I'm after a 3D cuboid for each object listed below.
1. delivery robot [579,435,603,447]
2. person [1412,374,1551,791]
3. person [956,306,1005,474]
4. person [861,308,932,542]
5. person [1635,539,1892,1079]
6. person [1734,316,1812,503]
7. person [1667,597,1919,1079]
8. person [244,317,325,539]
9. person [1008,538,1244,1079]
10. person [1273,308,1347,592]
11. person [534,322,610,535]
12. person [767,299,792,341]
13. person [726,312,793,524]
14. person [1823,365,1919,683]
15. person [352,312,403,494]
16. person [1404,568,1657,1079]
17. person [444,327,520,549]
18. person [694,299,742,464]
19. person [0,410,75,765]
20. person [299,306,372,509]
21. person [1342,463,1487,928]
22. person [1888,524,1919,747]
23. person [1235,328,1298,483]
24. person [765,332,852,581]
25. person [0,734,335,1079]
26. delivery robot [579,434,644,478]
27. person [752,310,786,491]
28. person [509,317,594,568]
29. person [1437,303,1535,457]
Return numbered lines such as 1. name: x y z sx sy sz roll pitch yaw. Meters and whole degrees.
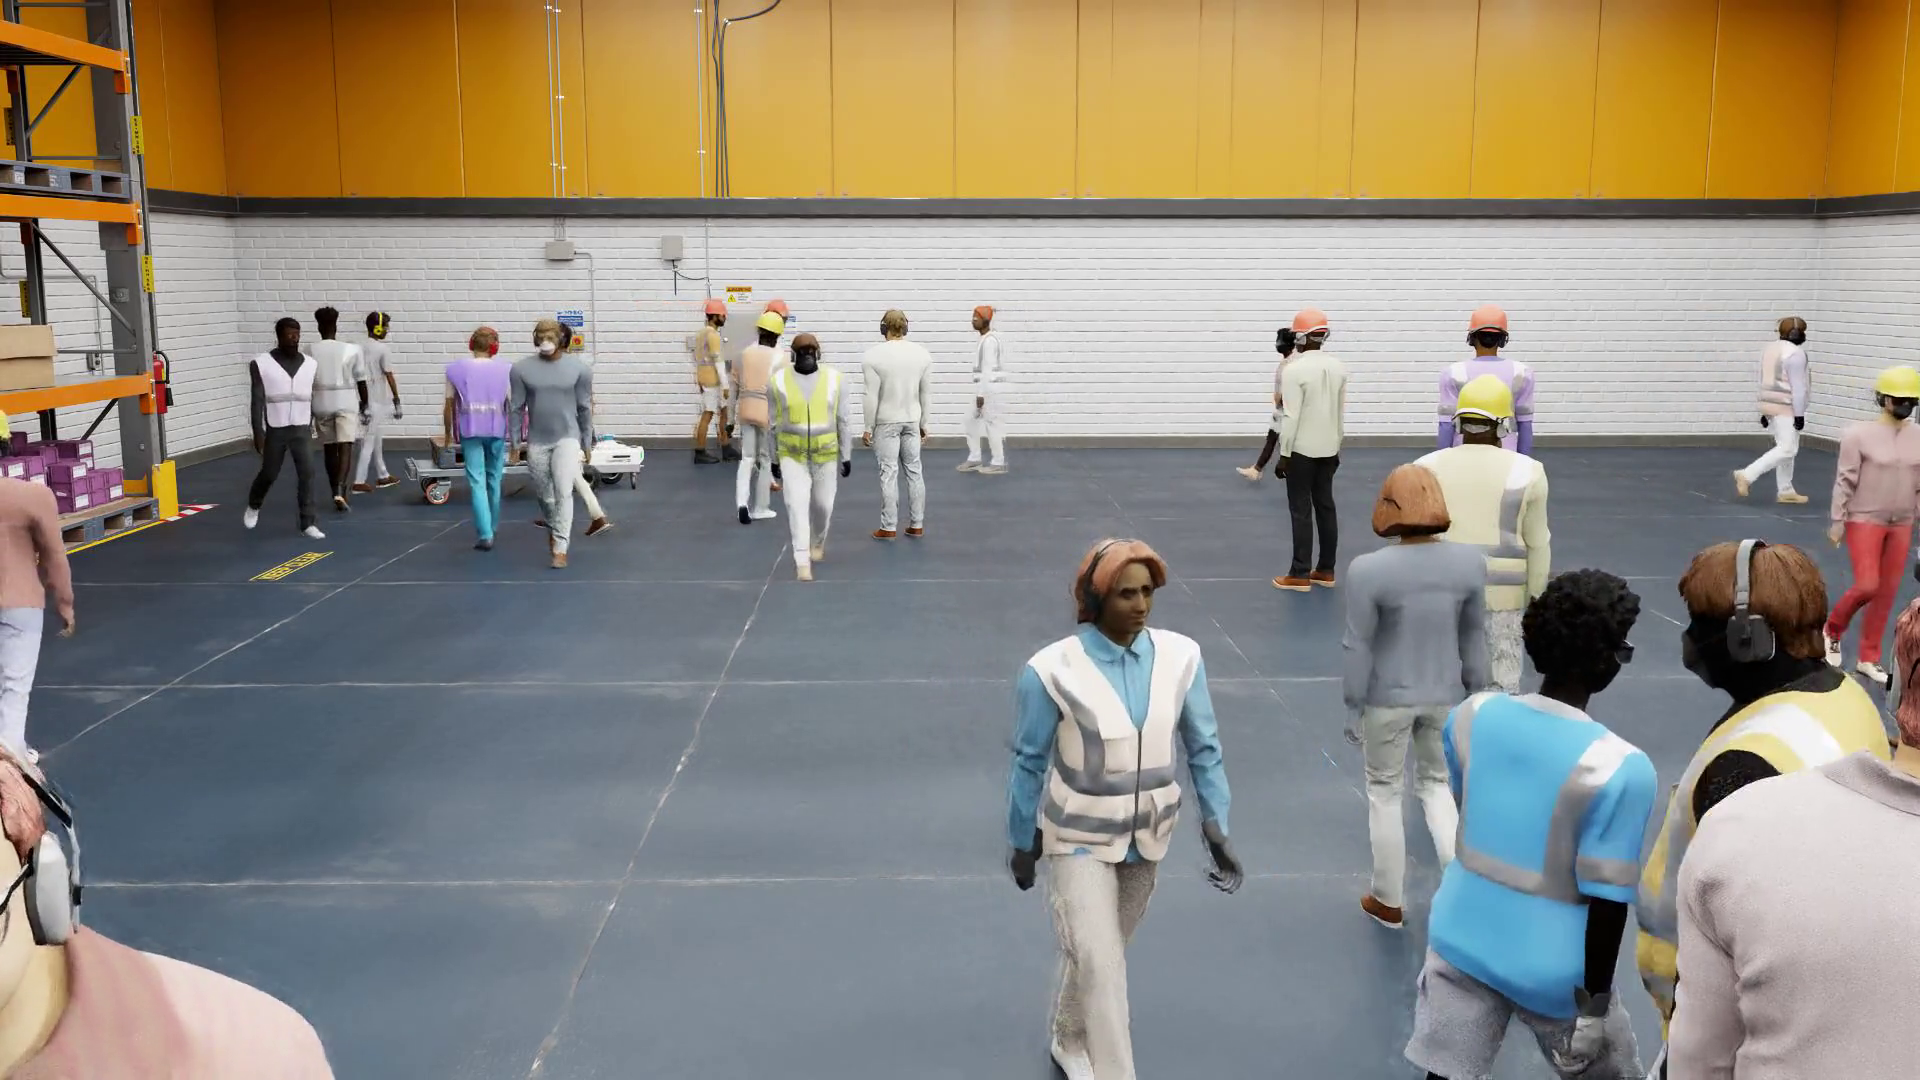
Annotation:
1. delivery robot: -3.985 -0.906 17.522 0.707 0.478 0.477 -5 11 -31
2. person: 2.154 0.226 6.958 0.589 1.835 0.404 5 11 28
3. person: 0.197 -1.646 18.362 0.692 1.857 0.608 -1 9 -8
4. person: -0.535 -0.952 13.863 0.629 1.940 0.376 -5 10 -28
5. person: 1.516 0.894 3.062 0.972 1.797 0.632 6 11 34
6. person: 7.867 -1.242 16.008 0.699 1.820 0.633 1 9 4
7. person: 1.254 0.973 2.159 0.402 1.906 0.652 -7 12 -37
8. person: -5.771 -0.967 14.169 0.940 1.874 0.594 9 13 43
9. person: 0.402 0.783 4.280 0.525 1.600 0.849 -5 10 -26
10. person: 2.460 -0.637 11.759 0.622 1.992 0.396 -7 11 -36
11. person: -3.340 -0.953 14.239 0.949 1.829 0.497 5 11 29
12. person: -2.076 -1.819 19.259 0.576 1.919 0.544 0 9 2
13. person: -1.819 -1.083 14.834 0.667 1.892 0.625 4 10 22
14. person: 5.068 -0.087 9.141 0.519 1.749 0.424 -1 9 -4
15. person: -5.922 -1.405 16.967 0.538 1.827 0.848 4 10 24
16. person: 1.257 0.873 3.541 0.884 1.646 0.546 -6 11 -34
17. person: -3.912 -0.839 13.643 0.574 1.798 0.929 -4 10 -23
18. person: -2.764 -1.835 19.340 0.792 1.907 0.580 -3 10 -19
19. person: -4.021 0.281 6.965 0.540 1.717 0.934 -3 10 -16
20. person: -5.957 -1.260 15.823 0.607 1.928 1.000 -1 9 -8
21. person: 1.530 0.553 5.571 0.507 1.617 0.500 -1 9 -8
22. person: 4.650 0.080 7.618 0.409 1.913 0.642 -3 10 -18
23. person: 3.341 -1.379 17.345 0.884 1.646 0.553 1 9 4
24. person: -1.127 -0.645 12.365 0.628 1.818 0.828 -1 9 -8
25. person: -0.877 1.080 1.552 0.644 1.890 0.511 -4 10 -25
26. delivery robot: -3.621 -0.847 17.159 0.707 0.478 0.477 -2 9 -13
27. person: -1.917 -1.419 16.984 0.427 1.850 0.557 6 11 35
28. person: -3.141 -0.776 12.881 0.640 1.911 0.885 -1 9 -5
29. person: 3.364 -0.493 10.724 0.605 2.045 0.378 1 9 4
